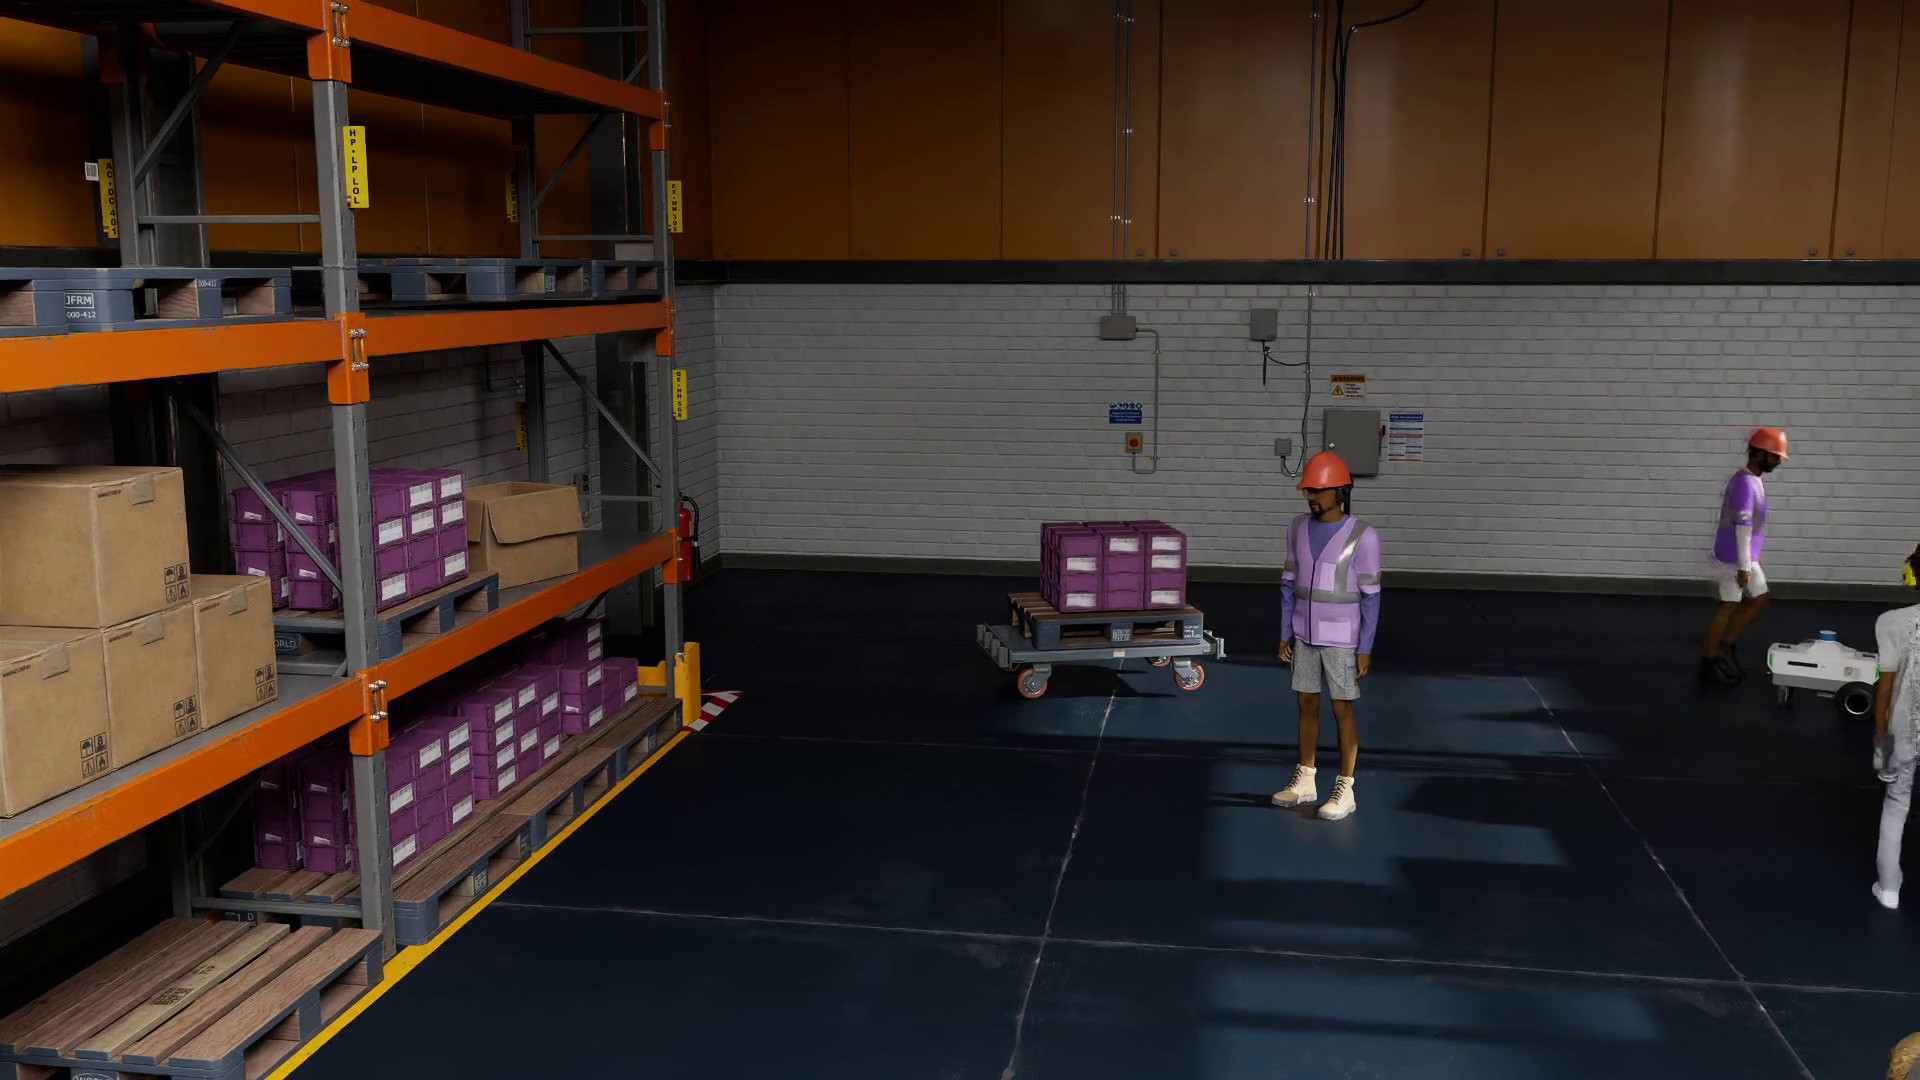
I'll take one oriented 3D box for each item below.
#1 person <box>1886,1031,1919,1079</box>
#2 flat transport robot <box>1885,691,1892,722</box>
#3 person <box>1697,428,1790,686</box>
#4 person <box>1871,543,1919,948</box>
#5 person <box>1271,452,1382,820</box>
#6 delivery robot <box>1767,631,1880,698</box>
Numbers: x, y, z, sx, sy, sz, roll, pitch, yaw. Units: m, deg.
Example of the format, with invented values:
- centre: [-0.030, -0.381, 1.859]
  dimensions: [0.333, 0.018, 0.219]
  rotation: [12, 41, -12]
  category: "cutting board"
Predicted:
- centre: [1.511, 1.674, 2.525]
  dimensions: [0.648, 1.922, 0.492]
  rotation: [-2, 9, -10]
  category: "person"
- centre: [6.870, 1.153, 10.826]
  dimensions: [1.431, 0.197, 0.652]
  rotation: [8, 12, 42]
  category: "flat transport robot"
- centre: [5.725, 0.124, 12.173]
  dimensions: [0.533, 1.893, 0.682]
  rotation: [5, 11, 29]
  category: "person"
- centre: [4.419, 0.906, 7.572]
  dimensions: [0.517, 1.835, 0.926]
  rotation: [3, 10, 20]
  category: "person"
- centre: [2.011, 0.530, 9.224]
  dimensions: [0.391, 2.040, 0.615]
  rotation: [-8, 12, -41]
  category: "person"
- centre: [5.947, 0.866, 11.434]
  dimensions: [0.707, 0.478, 0.477]
  rotation: [6, 11, 32]
  category: "delivery robot"
